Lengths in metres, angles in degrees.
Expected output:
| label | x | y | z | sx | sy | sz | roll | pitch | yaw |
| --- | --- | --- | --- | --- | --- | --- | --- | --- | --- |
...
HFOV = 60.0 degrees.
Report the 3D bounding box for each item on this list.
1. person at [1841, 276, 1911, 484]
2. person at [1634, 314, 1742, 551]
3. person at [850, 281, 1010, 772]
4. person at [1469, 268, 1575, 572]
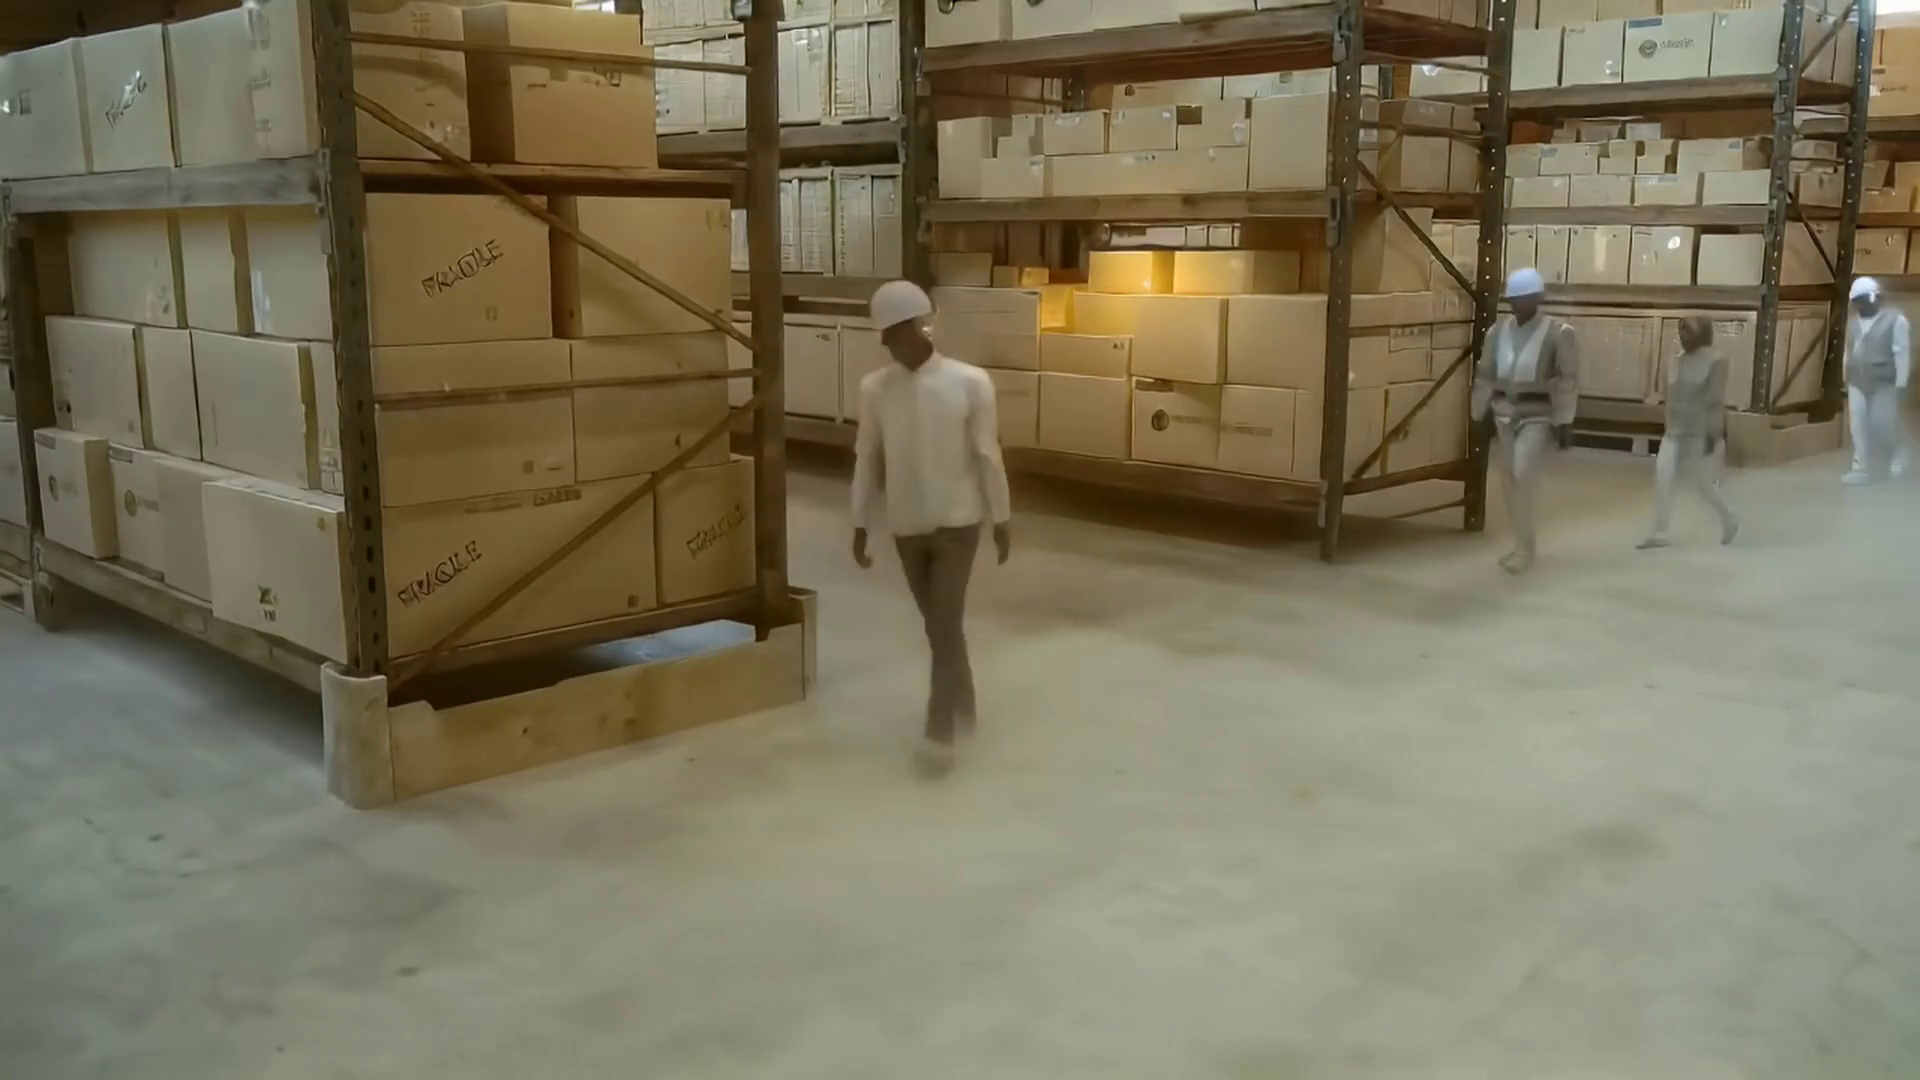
| label | x | y | z | sx | sy | sz | roll | pitch | yaw |
| --- | --- | --- | --- | --- | --- | --- | --- | --- | --- |
| person | 7.947 | -1.385 | 14.411 | 0.736 | 1.778 | 0.625 | -6 | 12 | -28 |
| person | 4.987 | -0.722 | 11.248 | 0.752 | 1.611 | 0.514 | -5 | 12 | -27 |
| person | -0.170 | -0.055 | 6.709 | 0.630 | 1.942 | 0.945 | 5 | 11 | 25 |
| person | 3.558 | -0.767 | 10.647 | 0.726 | 1.917 | 0.642 | -10 | 14 | -42 |
